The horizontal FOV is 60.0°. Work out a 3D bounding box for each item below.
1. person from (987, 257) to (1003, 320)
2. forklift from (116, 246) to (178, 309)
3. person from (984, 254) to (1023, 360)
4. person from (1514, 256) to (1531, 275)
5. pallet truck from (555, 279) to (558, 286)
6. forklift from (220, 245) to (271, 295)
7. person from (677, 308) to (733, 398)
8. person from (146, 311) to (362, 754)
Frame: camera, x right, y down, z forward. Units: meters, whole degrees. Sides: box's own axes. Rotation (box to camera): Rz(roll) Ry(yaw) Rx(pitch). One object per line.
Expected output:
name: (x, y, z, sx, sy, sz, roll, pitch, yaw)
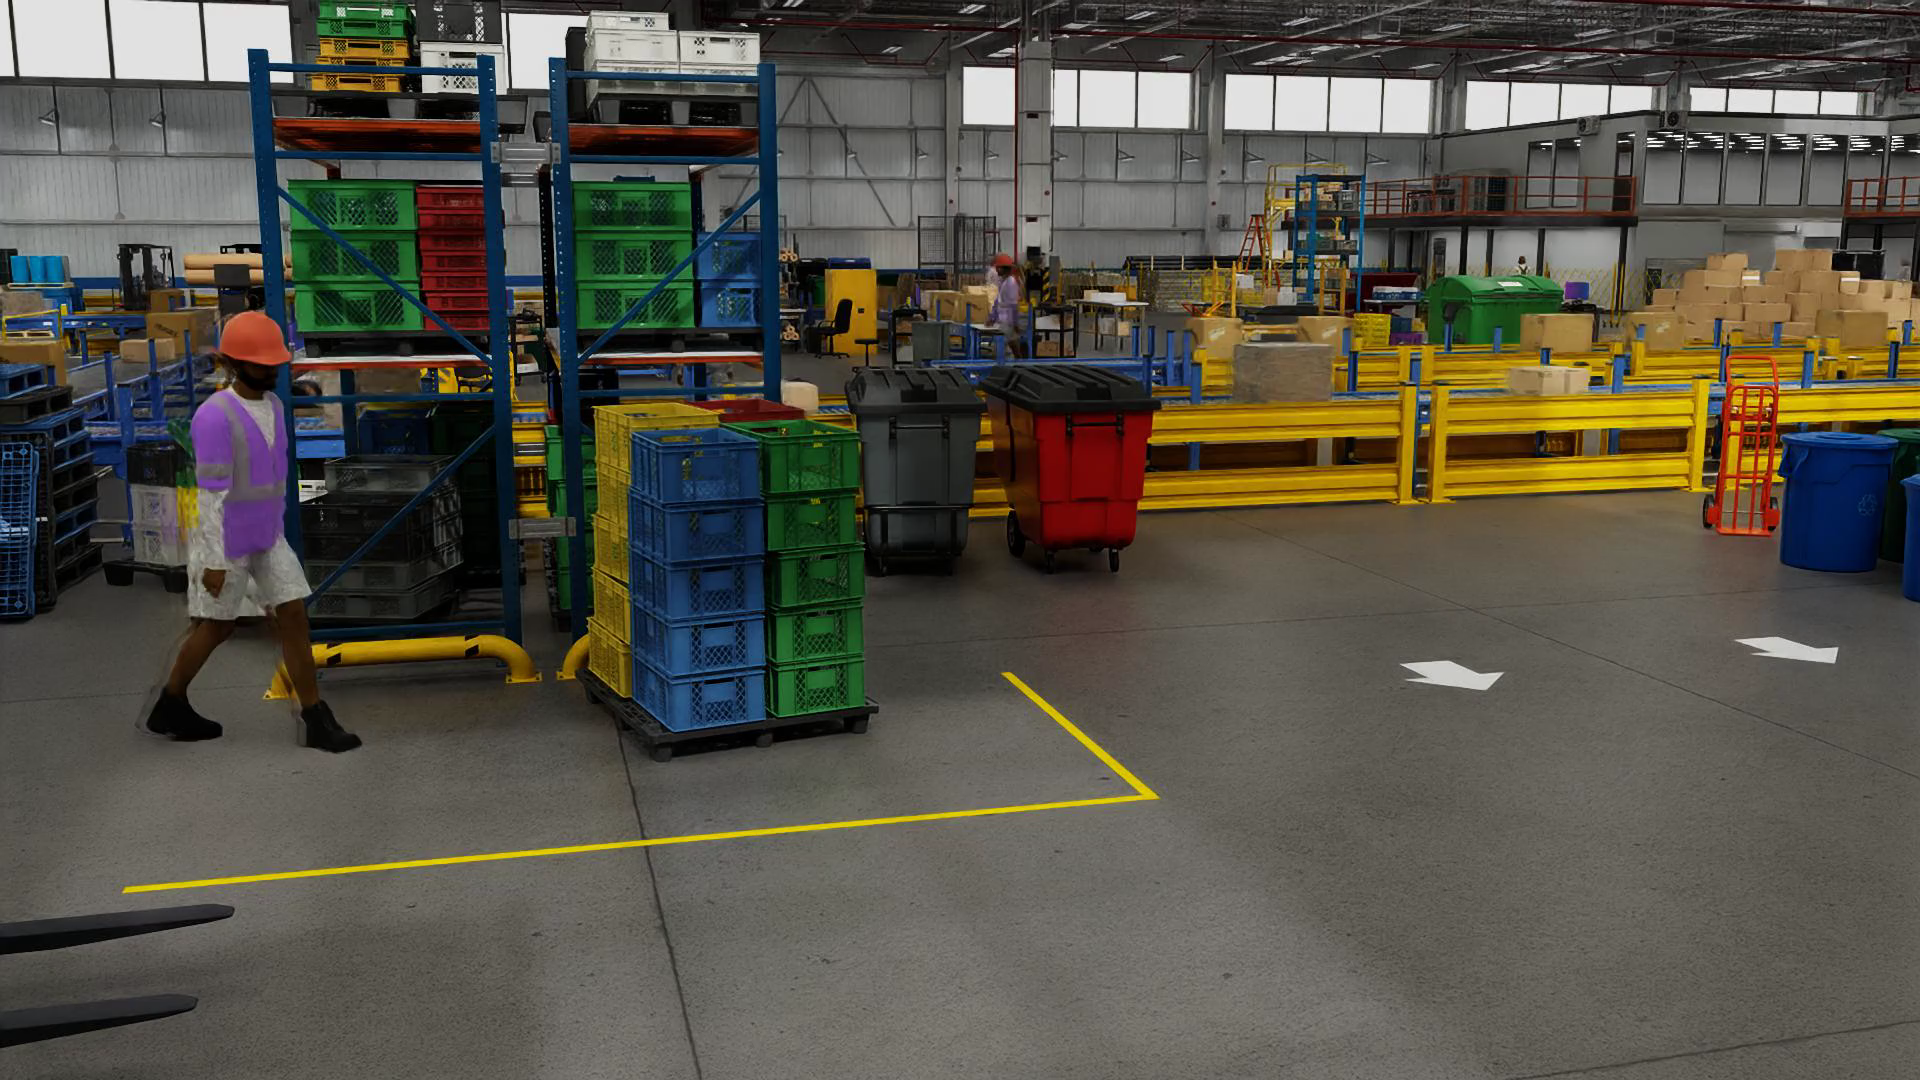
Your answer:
person: (0.848, -5.514, 37.971, 0.432, 1.892, 0.658, -1, 10, -6)
forklift: (-19.966, -6.232, 40.894, 1.157, 1.987, 2.680, -3, 10, -15)
person: (0.608, -3.415, 25.784, 0.996, 1.991, 0.624, -1, 10, -7)
person: (16.719, -7.538, 49.573, 0.513, 1.843, 0.335, -1, 10, -6)
pallet truck: (-10.604, -6.375, 44.520, 0.653, 1.274, 1.630, -3, 10, -15)
forklift: (-17.749, -6.334, 41.440, 1.157, 1.987, 2.680, -3, 10, -17)
person: (-2.579, -1.743, 16.819, 0.586, 1.823, 0.403, -3, 10, -14)
person: (-3.039, -0.025, 6.981, 0.978, 1.879, 0.607, 3, 10, 14)
